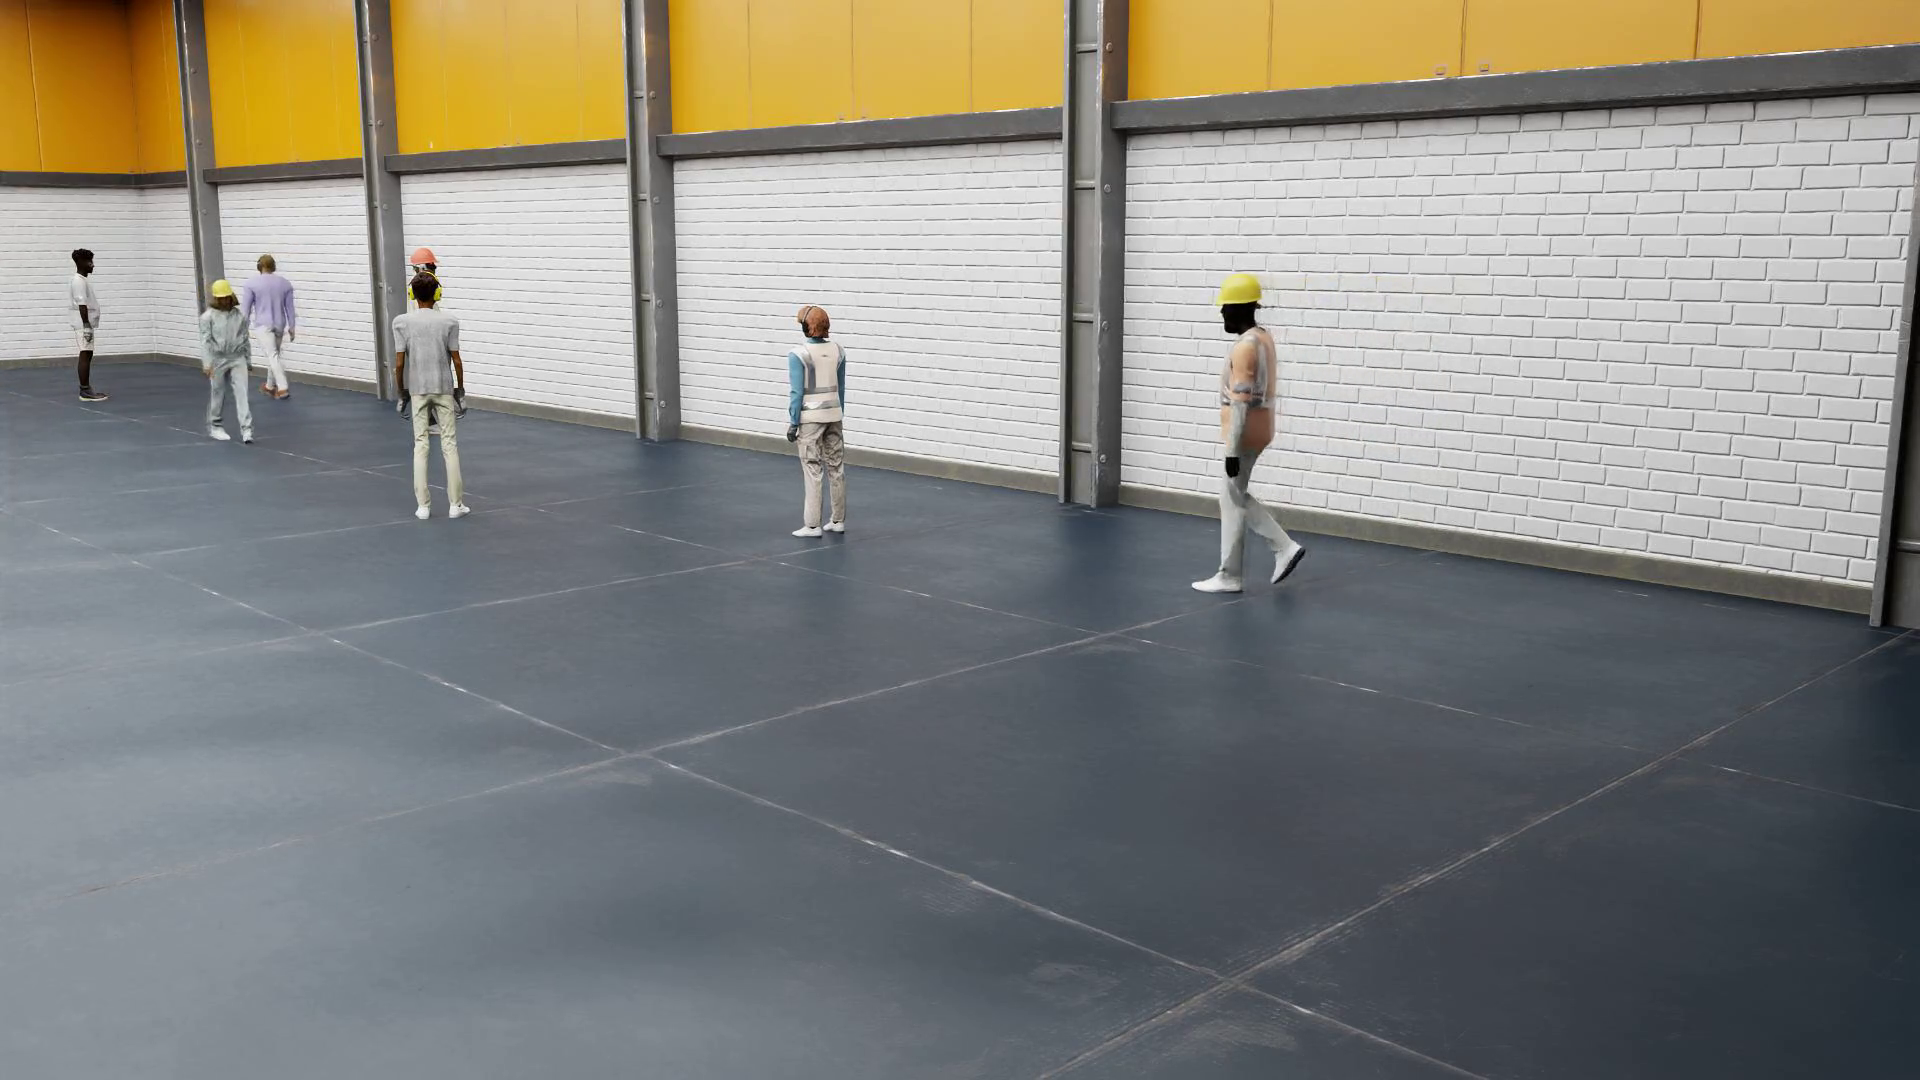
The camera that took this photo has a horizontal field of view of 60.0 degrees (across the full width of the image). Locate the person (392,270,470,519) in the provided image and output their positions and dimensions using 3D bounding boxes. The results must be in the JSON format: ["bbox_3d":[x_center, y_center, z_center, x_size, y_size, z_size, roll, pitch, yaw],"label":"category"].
[{"bbox_3d":[-3.986,-1.088,12.552,0.511,1.870,0.329,-2,11,-11],"label":"person"}]

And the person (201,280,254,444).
[{"bbox_3d":[-7.544,-1.836,17.131,0.537,1.677,0.914,-9,14,-41],"label":"person"}]

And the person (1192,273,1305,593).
[{"bbox_3d":[1.709,-0.613,9.826,0.554,1.913,0.614,4,11,20],"label":"person"}]

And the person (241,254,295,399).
[{"bbox_3d":[-9.045,-2.793,21.826,1.036,1.892,0.647,9,13,39],"label":"person"}]

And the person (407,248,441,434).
[{"bbox_3d":[-5.749,-2.141,17.941,0.375,1.997,0.612,-4,11,-19],"label":"person"}]

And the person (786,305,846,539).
[{"bbox_3d":[-1.006,-0.830,11.758,0.313,1.642,0.513,10,14,43],"label":"person"}]

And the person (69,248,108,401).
[{"bbox_3d":[-11.313,-2.784,21.526,0.363,1.963,0.612,-6,12,-29],"label":"person"}]
